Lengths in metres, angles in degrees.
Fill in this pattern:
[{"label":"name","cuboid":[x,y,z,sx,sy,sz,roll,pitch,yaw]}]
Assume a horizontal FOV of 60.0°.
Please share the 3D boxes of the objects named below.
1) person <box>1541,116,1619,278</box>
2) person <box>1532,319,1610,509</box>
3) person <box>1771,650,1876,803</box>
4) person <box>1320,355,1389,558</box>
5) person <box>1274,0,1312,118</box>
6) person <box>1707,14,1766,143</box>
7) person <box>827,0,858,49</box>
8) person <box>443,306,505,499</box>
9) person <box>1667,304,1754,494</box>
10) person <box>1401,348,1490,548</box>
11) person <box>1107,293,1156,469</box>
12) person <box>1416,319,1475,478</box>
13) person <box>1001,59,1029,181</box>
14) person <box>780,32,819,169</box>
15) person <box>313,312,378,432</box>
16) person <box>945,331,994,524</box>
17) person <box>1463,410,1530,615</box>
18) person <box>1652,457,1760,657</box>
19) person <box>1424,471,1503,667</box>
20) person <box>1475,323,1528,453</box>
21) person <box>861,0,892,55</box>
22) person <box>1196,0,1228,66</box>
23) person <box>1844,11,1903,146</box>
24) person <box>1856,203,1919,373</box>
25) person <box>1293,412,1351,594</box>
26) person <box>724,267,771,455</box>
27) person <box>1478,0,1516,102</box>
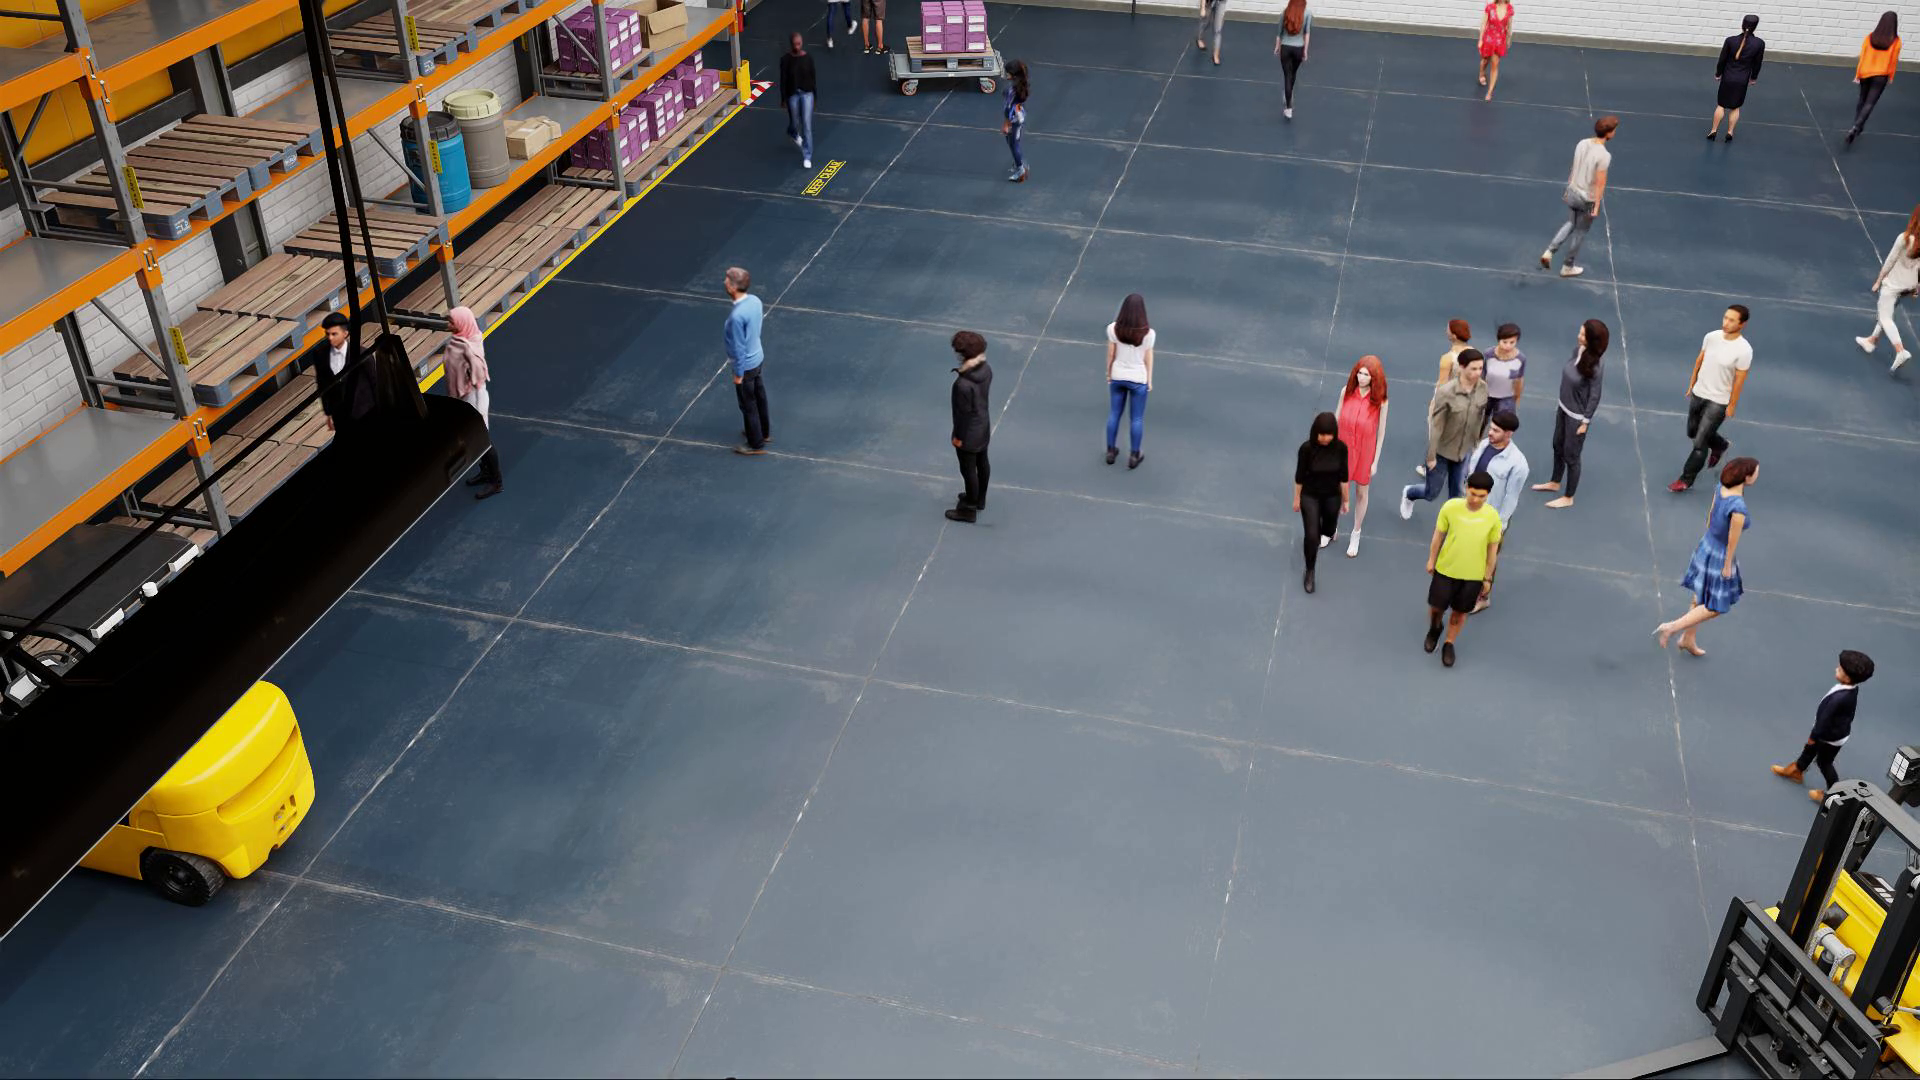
[{"label":"person","cuboid":[6.792,-3.748,18.315,0.979,1.872,0.925,-16,37,-22]},{"label":"person","cuboid":[5.347,-1.115,14.448,0.744,1.769,0.601,-6,34,-8]},{"label":"person","cuboid":[5.984,1.297,11.323,0.768,1.210,0.768,-29,43,-36]},{"label":"person","cuboid":[3.270,-0.709,13.783,0.637,1.828,0.591,18,38,25]},{"label":"person","cuboid":[4.561,-6.658,22.858,0.719,1.689,1.205,3,34,5]},{"label":"person","cuboid":[10.277,-6.107,22.047,0.701,1.671,0.633,11,35,16]},{"label":"person","cuboid":[-1.874,-8.406,25.467,0.729,1.713,1.228,5,34,7]},{"label":"person","cuboid":[-4.261,-1.221,14.575,0.797,1.804,0.737,-18,38,-25]},{"label":"person","cuboid":[6.708,-1.272,14.672,1.101,1.783,1.054,-16,37,-22]},{"label":"person","cuboid":[4.043,-0.795,13.903,1.038,1.839,1.196,-10,35,-15]},{"label":"person","cuboid":[1.528,-1.422,14.988,0.634,1.683,0.593,16,37,23]},{"label":"person","cuboid":[4.379,-1.170,14.660,0.834,1.626,0.897,-17,37,-24]},{"label":"person","cuboid":[0.700,-5.255,20.834,0.739,1.593,0.527,13,36,18]},{"label":"person","cuboid":[-2.071,-5.708,21.401,0.919,1.721,1.109,-9,35,-13]},{"label":"person","cuboid":[-5.211,-1.080,14.376,0.729,1.789,0.609,3,34,4]},{"label":"person","cuboid":[0.109,-0.974,14.230,0.732,1.775,0.603,16,37,22]},{"label":"person","cuboid":[4.210,-0.217,13.072,0.883,1.797,0.818,-16,37,-23]},{"label":"person","cuboid":[5.587,0.177,12.481,0.824,1.794,0.808,1,34,2]},{"label":"person","cuboid":[3.796,0.162,12.591,0.645,1.698,0.662,10,35,15]},{"label":"person","cuboid":[4.805,-1.296,14.944,0.587,1.521,1.018,8,34,12]},{"label":"person","cuboid":[-1.334,-8.338,25.231,0.703,1.862,0.634,14,36,20]},{"label":"person","cuboid":[3.782,-8.003,24.954,0.990,1.611,1.250,-9,35,-13]},{"label":"person","cuboid":[12.030,-6.058,21.938,1.194,1.709,1.012,-26,41,-33]},{"label":"person","cuboid":[9.434,-2.514,16.626,0.913,1.687,1.148,-7,34,-10]},{"label":"person","cuboid":[2.918,-0.387,13.488,0.732,1.618,0.967,-1,34,-2]},{"label":"person","cuboid":[-1.946,-1.650,15.210,0.713,1.817,0.481,8,34,12]},{"label":"person","cuboid":[7.609,-7.117,23.671,0.599,1.556,1.054,8,34,11]}]
